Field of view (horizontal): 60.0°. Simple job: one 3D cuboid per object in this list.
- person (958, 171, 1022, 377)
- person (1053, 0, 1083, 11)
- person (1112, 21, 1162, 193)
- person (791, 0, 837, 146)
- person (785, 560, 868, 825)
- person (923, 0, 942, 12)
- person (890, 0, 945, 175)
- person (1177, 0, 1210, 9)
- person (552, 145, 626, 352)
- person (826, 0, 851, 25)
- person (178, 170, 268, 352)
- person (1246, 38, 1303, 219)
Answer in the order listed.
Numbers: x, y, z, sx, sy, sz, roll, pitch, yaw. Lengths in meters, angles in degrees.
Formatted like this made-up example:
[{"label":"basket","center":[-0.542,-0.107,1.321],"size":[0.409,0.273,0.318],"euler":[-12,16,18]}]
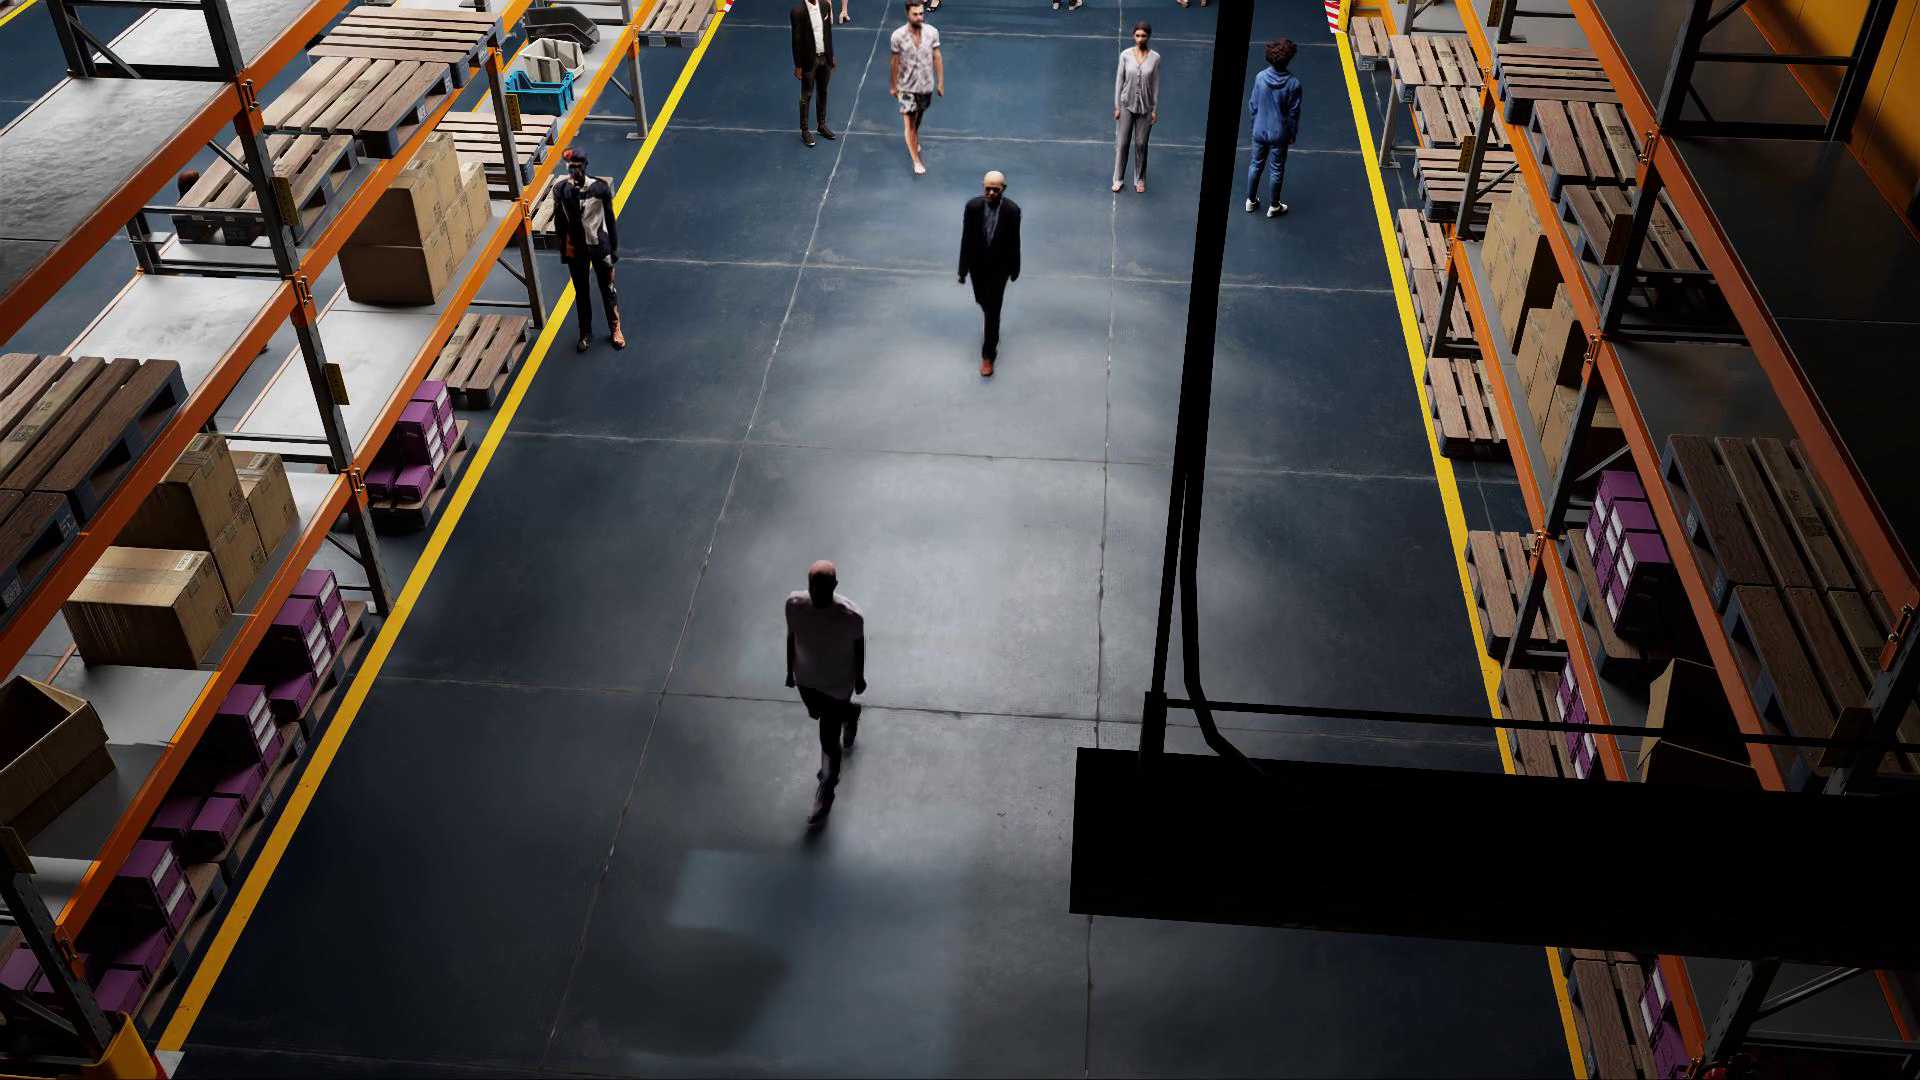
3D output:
[{"label":"person","center":[0.259,-2.411,14.420],"size":[0.782,1.777,1.247],"euler":[9,39,11]},{"label":"person","center":[1.338,-7.561,20.882],"size":[0.666,1.760,0.621],"euler":[12,40,15]},{"label":"person","center":[1.791,-4.411,16.927],"size":[0.582,1.774,0.523],"euler":[4,39,5]},{"label":"person","center":[-1.568,-5.150,17.832],"size":[0.729,1.800,0.782],"euler":[-26,46,-29]},{"label":"person","center":[-0.807,0.810,10.363],"size":[0.922,1.808,1.261],"euler":[15,41,18]},{"label":"person","center":[-0.383,-7.542,20.847],"size":[0.856,1.775,0.777],"euler":[-18,42,-21]},{"label":"person","center":[-0.498,-4.833,17.461],"size":[0.995,1.767,1.243],"euler":[-12,40,-15]},{"label":"person","center":[3.014,-7.674,20.916],"size":[0.693,1.894,0.638],"euler":[-4,39,-5]},{"label":"person","center":[-3.236,-2.550,14.502],"size":[0.726,1.893,0.663],"euler":[-5,39,-6]},{"label":"person","center":[-1.564,-7.273,20.511],"size":[0.630,1.774,0.609],"euler":[3,39,4]},{"label":"person","center":[-6.464,-2.394,14.426],"size":[0.667,1.743,0.698],"euler":[26,45,28]},{"label":"person","center":[3.102,-4.090,16.496],"size":[0.763,1.810,0.747],"euler":[22,44,25]}]
